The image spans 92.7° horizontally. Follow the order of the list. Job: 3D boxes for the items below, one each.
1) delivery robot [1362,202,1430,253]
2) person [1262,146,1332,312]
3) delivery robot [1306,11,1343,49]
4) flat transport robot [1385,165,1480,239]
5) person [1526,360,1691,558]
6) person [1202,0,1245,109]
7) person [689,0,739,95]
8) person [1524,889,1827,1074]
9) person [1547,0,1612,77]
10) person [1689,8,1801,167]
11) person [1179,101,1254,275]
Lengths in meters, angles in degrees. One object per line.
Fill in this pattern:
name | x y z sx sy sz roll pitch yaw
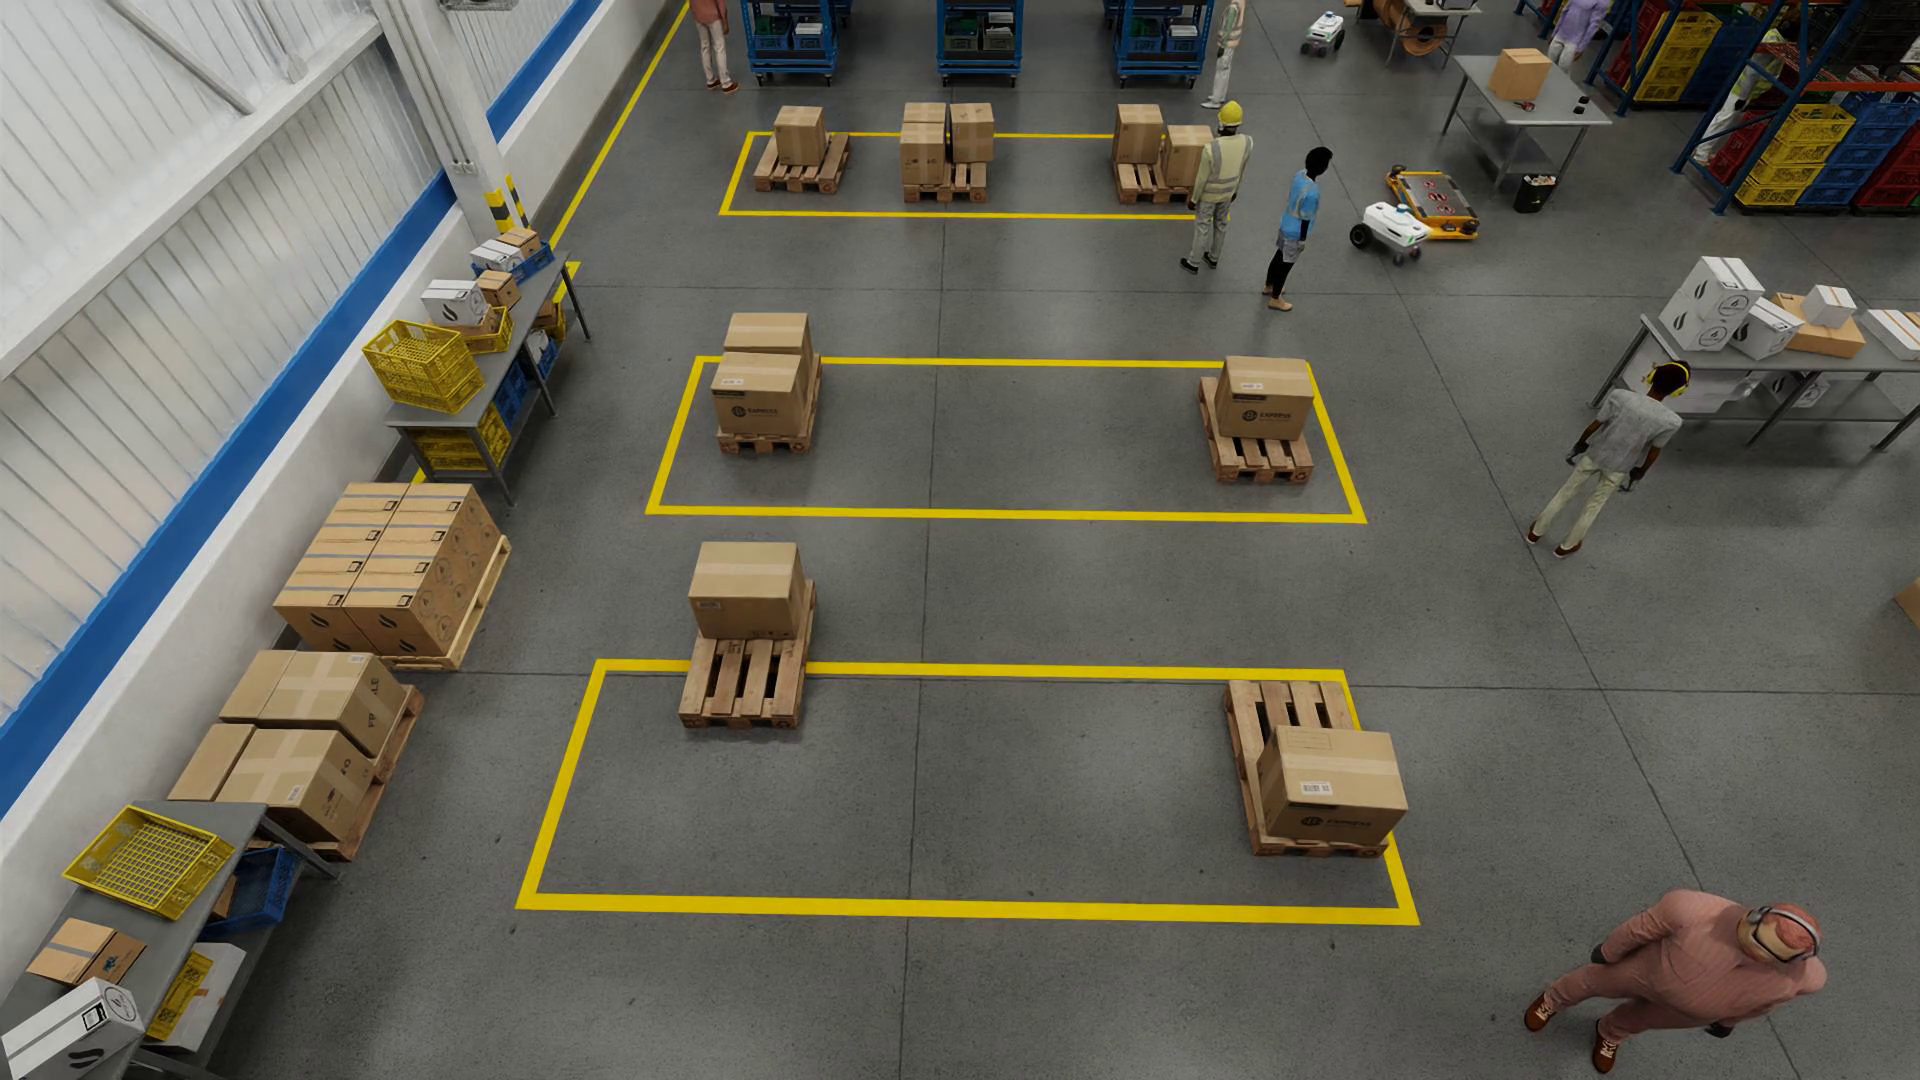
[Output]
delivery robot | 4.906 -3.539 10.332 0.477 0.478 0.707 -26 54 -21
person | 3.412 -3.152 9.306 0.318 1.697 0.533 0 49 0
delivery robot | 5.589 -7.817 14.035 0.477 0.478 0.707 25 54 20
flat transport robot | 5.692 -4.094 11.059 0.652 0.197 1.431 1 49 1
person | 4.935 -0.597 6.988 0.316 1.860 0.531 -37 58 -27
person | 3.641 -6.755 12.469 0.313 1.631 0.526 19 52 16
person | -3.447 -7.255 12.674 0.608 1.987 0.410 20 52 17
person | 3.517 2.206 4.534 0.650 1.904 0.401 29 55 23
person | 8.097 -6.642 12.176 0.359 1.931 0.630 -10 50 -9
person | 9.675 -5.522 11.267 0.430 1.840 0.621 31 56 24
person | 2.692 -3.689 9.681 0.588 1.835 0.403 -17 51 -14
